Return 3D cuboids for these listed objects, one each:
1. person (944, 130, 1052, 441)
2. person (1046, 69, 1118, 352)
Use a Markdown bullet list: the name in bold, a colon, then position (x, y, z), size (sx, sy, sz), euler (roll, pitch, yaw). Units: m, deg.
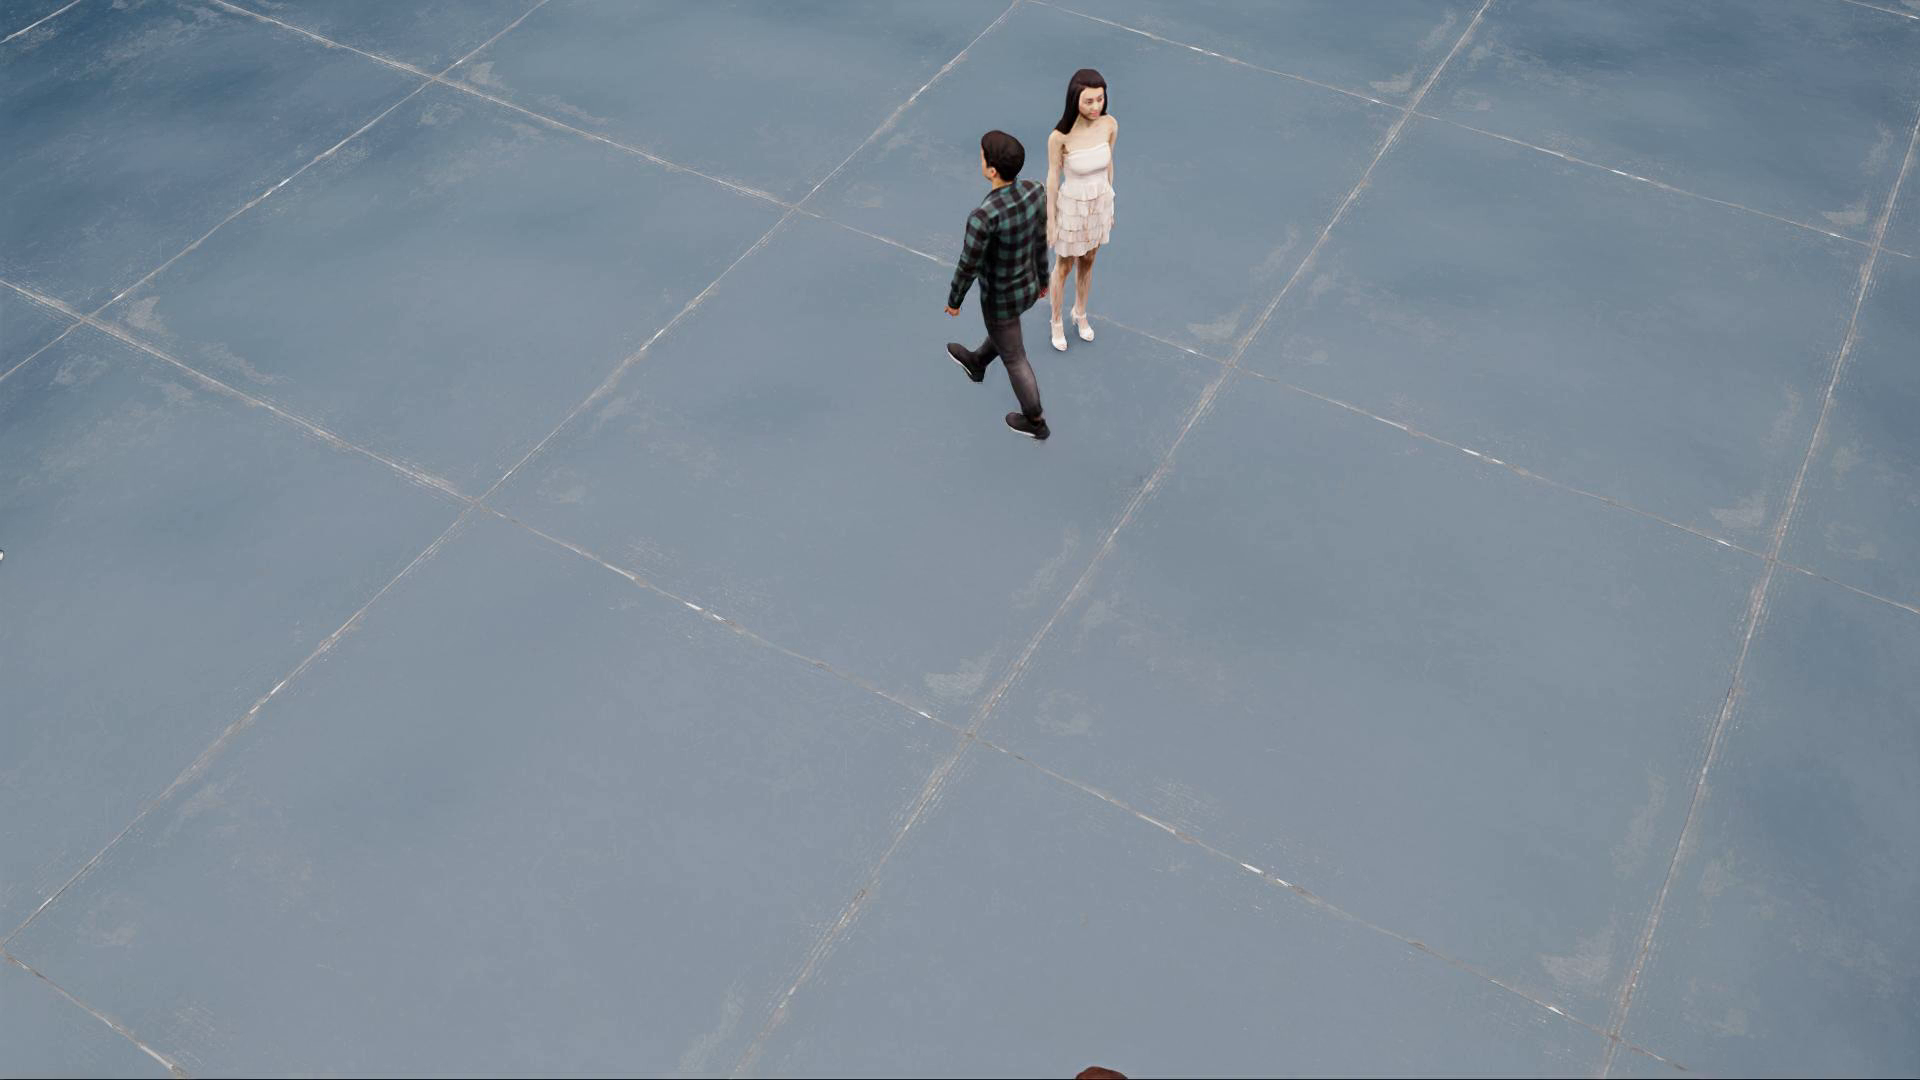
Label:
- **person**: position (0.287, -1.215, 8.292), size (1.120, 1.678, 0.840), euler (34, 56, 27)
- **person**: position (0.648, -1.775, 9.026), size (0.657, 1.736, 0.682), euler (-21, 51, -18)
